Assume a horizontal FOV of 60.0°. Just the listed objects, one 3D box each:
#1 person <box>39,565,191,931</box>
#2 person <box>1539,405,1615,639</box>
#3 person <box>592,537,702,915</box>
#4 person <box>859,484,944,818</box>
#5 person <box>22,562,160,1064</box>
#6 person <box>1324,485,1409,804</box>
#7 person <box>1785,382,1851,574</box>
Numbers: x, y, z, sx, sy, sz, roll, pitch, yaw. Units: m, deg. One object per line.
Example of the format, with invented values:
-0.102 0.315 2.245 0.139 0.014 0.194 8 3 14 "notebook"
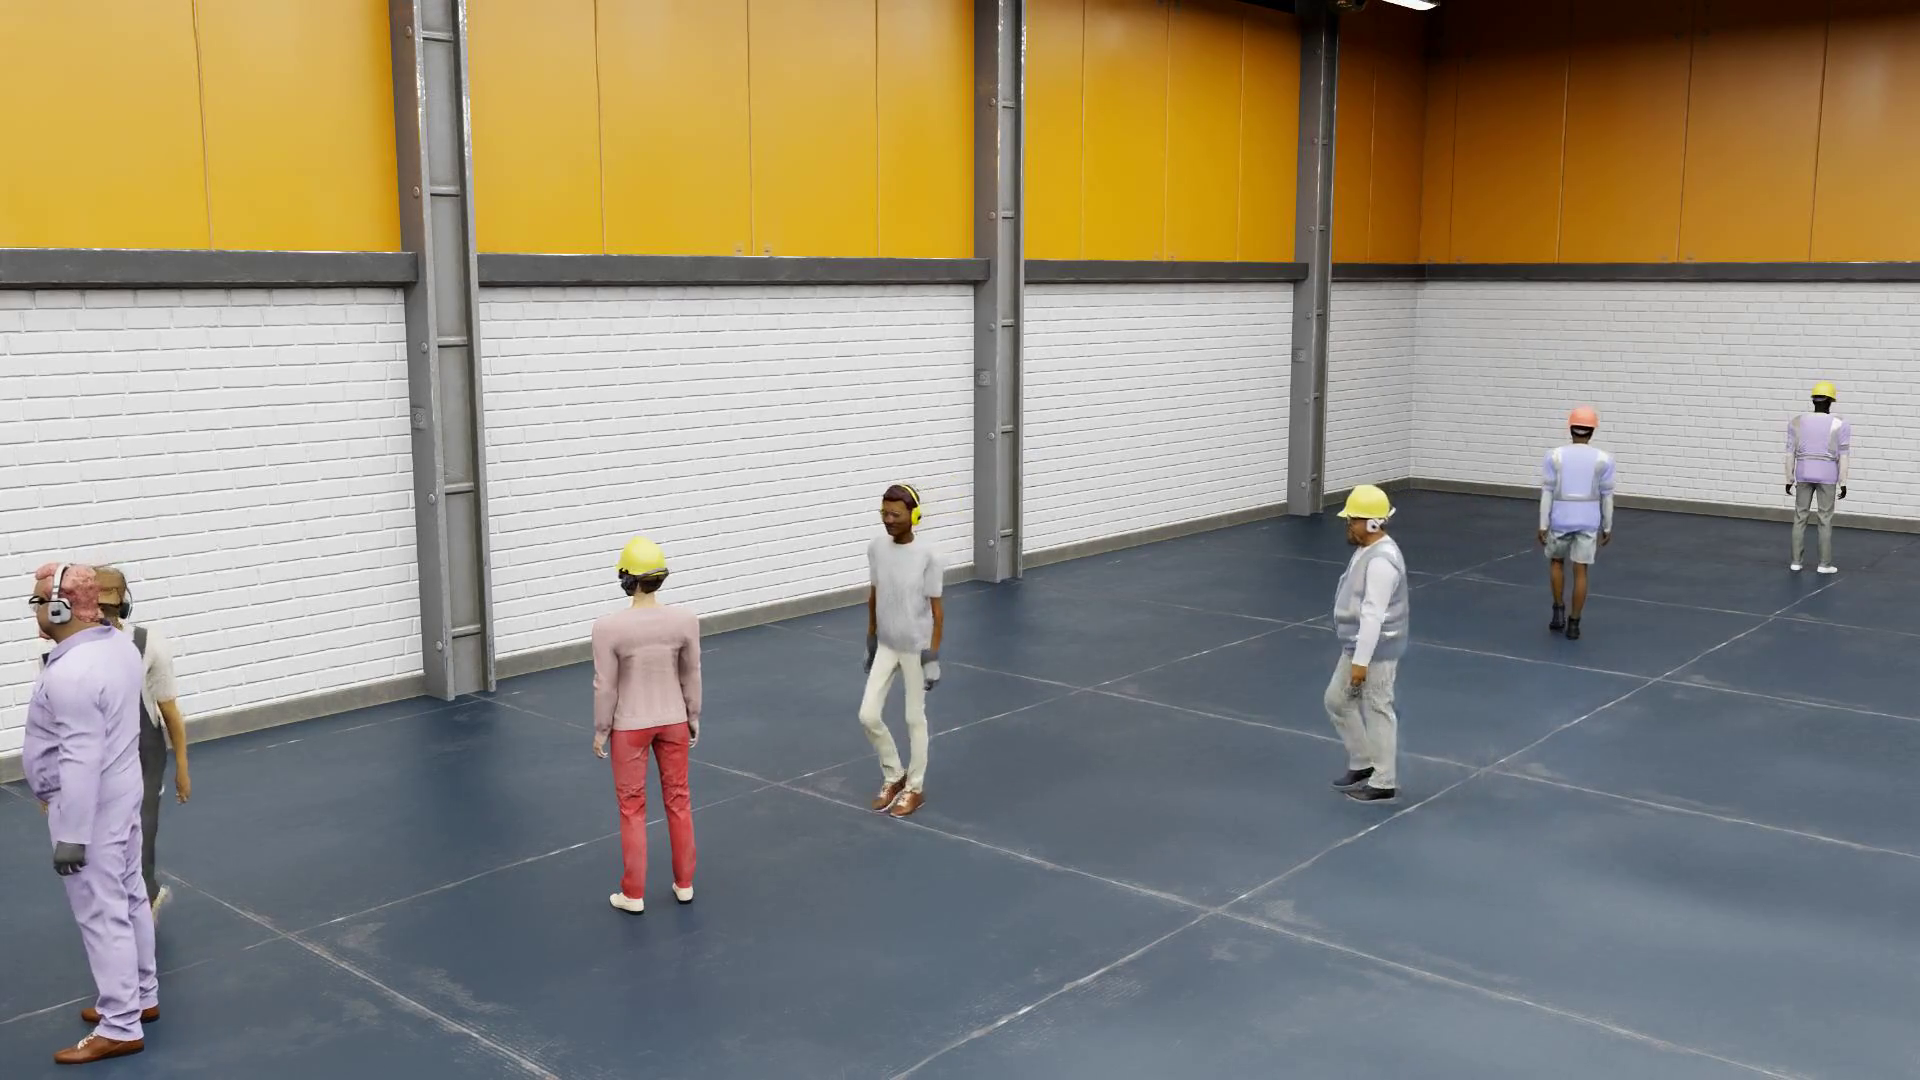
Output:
-3.566 0.967 7.040 0.541 1.814 0.939 -1 9 -8 "person"
5.079 -0.154 13.714 0.568 1.913 0.604 3 10 19 "person"
-1.462 0.864 7.783 0.533 1.772 0.298 -5 10 -30 "person"
-0.338 0.612 9.092 0.562 1.853 0.451 5 10 30 "person"
-3.331 1.025 6.347 0.403 1.906 0.652 -2 9 -12 "person"
2.268 0.594 9.321 0.474 1.814 0.593 0 9 3 "person"
8.562 -0.617 16.621 0.585 1.918 0.379 8 12 40 "person"
